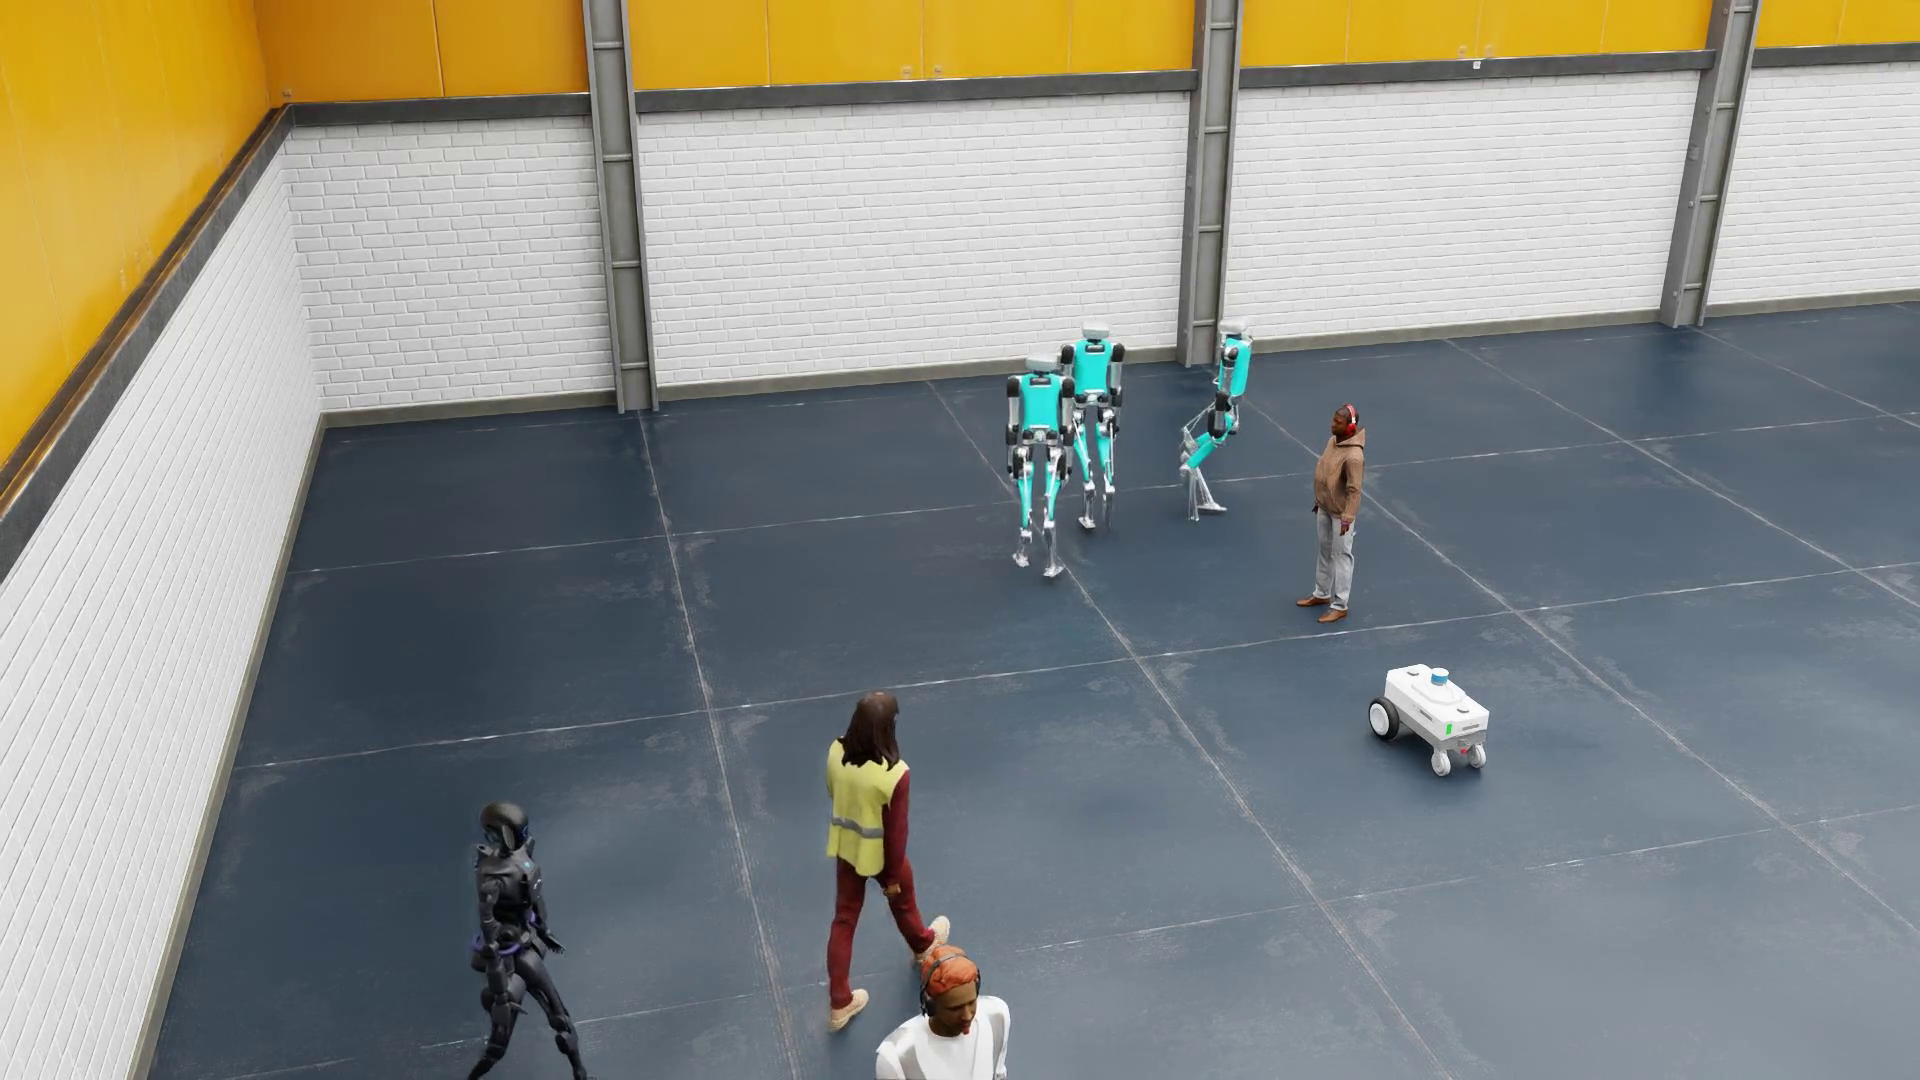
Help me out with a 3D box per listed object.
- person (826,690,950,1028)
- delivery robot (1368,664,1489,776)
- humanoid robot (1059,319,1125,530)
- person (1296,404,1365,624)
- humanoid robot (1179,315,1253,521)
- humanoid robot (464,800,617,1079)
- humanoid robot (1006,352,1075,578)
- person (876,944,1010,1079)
[{"bbox_3d":[-0.391,1.490,8.165,0.485,1.722,0.918,14,27,29],"label":"person"},{"bbox_3d":[2.990,1.092,10.549,0.499,0.614,0.791,-9,25,-19],"label":"delivery robot"},{"bbox_3d":[1.098,-0.808,13.470,0.540,1.877,0.693,-4,24,-10],"label":"humanoid robot"},{"bbox_3d":[2.748,-0.205,12.106,0.337,1.651,0.457,-8,25,-17],"label":"person"},{"bbox_3d":[2.032,-0.967,13.799,0.681,1.866,0.531,11,26,23],"label":"humanoid robot"},{"bbox_3d":[-2.003,1.869,7.432,0.766,1.636,0.612,3,24,6],"label":"humanoid robot"},{"bbox_3d":[0.597,-0.483,12.666,0.539,1.773,0.851,2,24,4],"label":"humanoid robot"},{"bbox_3d":[-0.046,2.294,6.151,0.573,1.882,0.361,-16,29,-33],"label":"person"}]
